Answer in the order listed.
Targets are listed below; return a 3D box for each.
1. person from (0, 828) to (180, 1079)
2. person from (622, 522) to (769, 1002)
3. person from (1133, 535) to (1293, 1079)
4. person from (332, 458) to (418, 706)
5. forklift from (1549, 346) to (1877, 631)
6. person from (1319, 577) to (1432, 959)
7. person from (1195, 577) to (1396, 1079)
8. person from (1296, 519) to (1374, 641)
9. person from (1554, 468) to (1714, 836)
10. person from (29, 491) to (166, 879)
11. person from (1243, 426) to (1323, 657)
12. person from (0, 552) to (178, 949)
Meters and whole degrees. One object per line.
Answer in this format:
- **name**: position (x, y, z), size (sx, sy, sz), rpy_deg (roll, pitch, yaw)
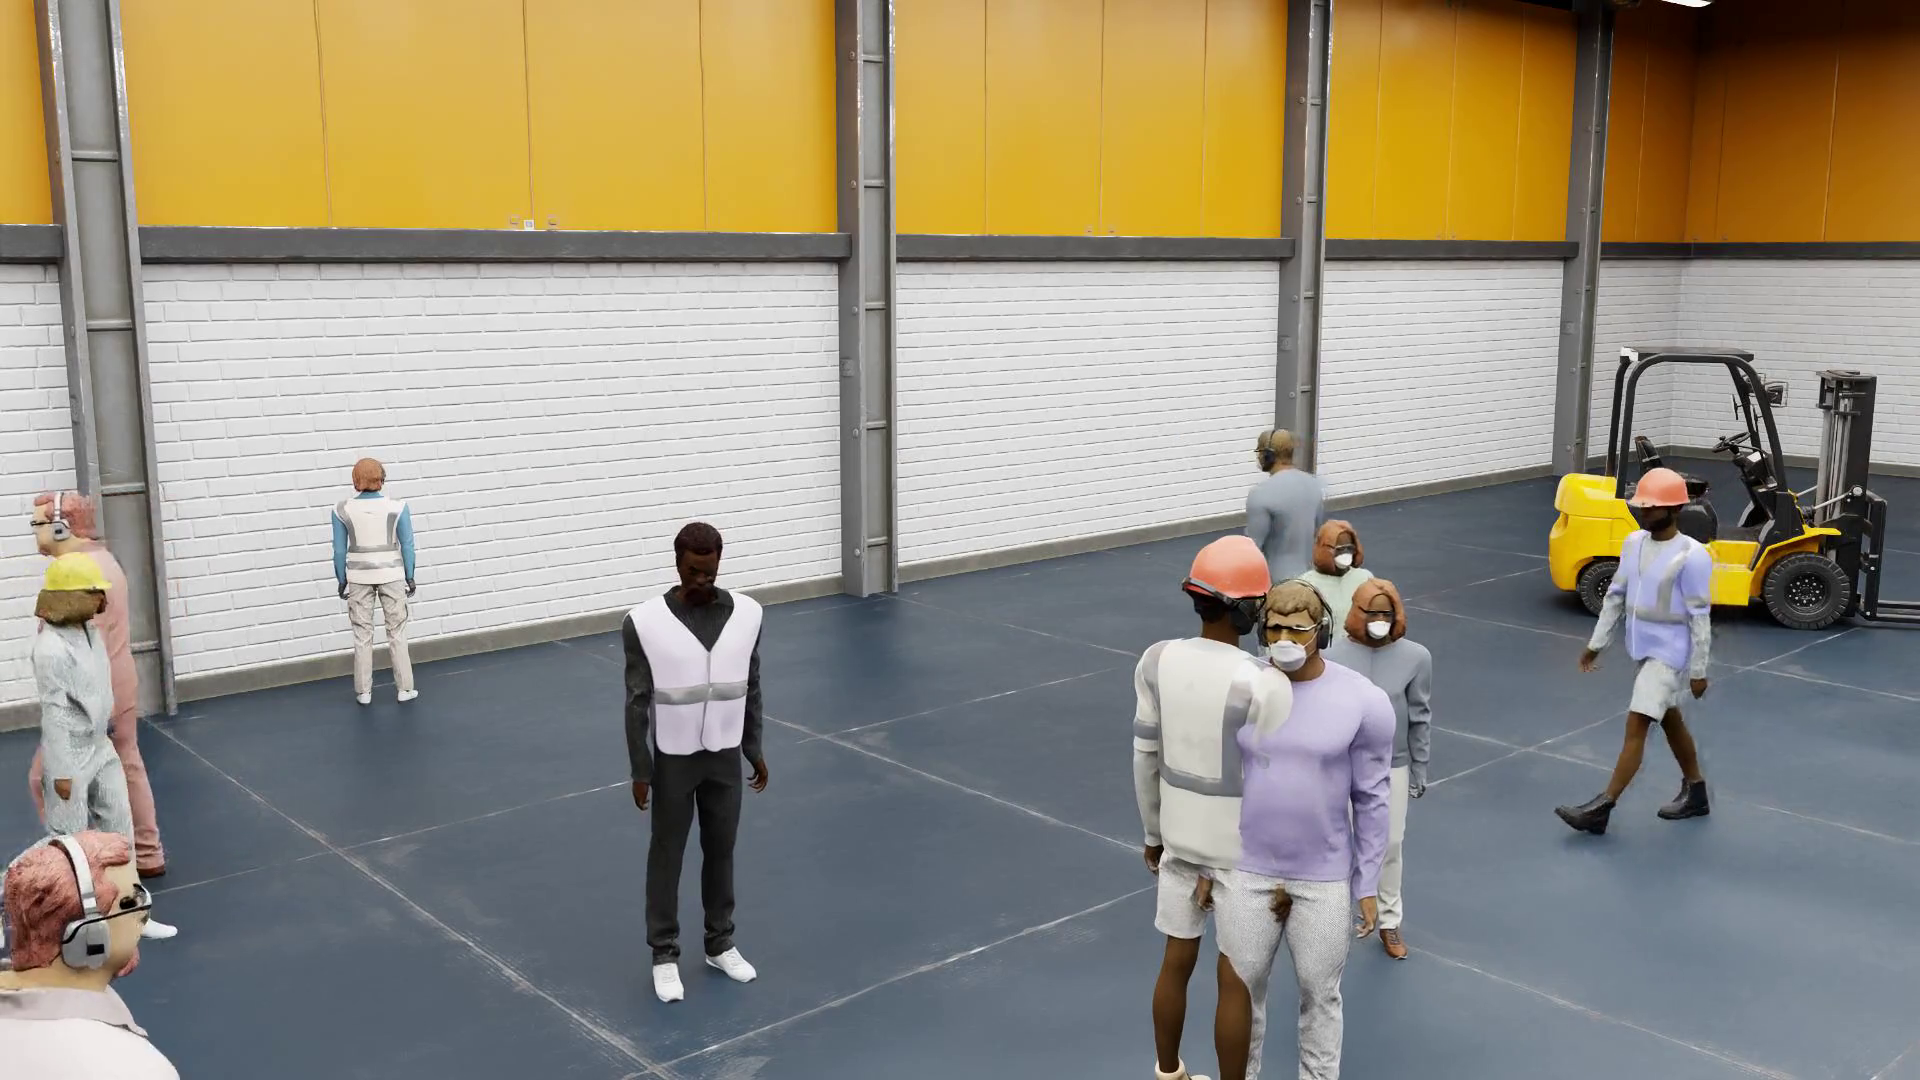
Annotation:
- **person**: position (-1.606, 1.464, 3.200), size (0.686, 1.891, 0.487), rpy_deg (7, 12, 36)
- **person**: position (-1.055, 0.862, 6.672), size (0.590, 1.911, 0.389), rpy_deg (-6, 11, -32)
- **person**: position (0.863, 0.993, 5.515), size (0.374, 2.042, 0.615), rpy_deg (-9, 13, -44)
- **person**: position (-3.826, 0.277, 10.898), size (0.513, 1.637, 0.309), rpy_deg (-2, 10, -12)
- **forklift**: position (6.109, -0.478, 13.691), size (2.313, 2.155, 1.214), rpy_deg (3, 10, 16)
- **person**: position (1.708, 0.954, 6.971), size (0.501, 1.626, 0.278), rpy_deg (1, 10, 4)
- **person**: position (1.047, 1.077, 5.348), size (0.637, 1.937, 0.398), rpy_deg (3, 10, 18)
- **person**: position (1.922, 0.699, 8.476), size (0.535, 1.622, 0.348), rpy_deg (-4, 10, -22)
- **person**: position (3.525, 0.565, 8.519), size (1.017, 1.880, 0.559), rpy_deg (-2, 10, -14)
- **person**: position (-4.084, 0.715, 7.640), size (0.736, 1.879, 0.657), rpy_deg (-3, 10, -18)
- **person**: position (1.875, 0.260, 10.170), size (0.712, 1.914, 0.656), rpy_deg (9, 13, 42)
- **person**: position (-3.795, 0.900, 7.007), size (0.720, 1.724, 0.492), rpy_deg (-1, 10, -3)
